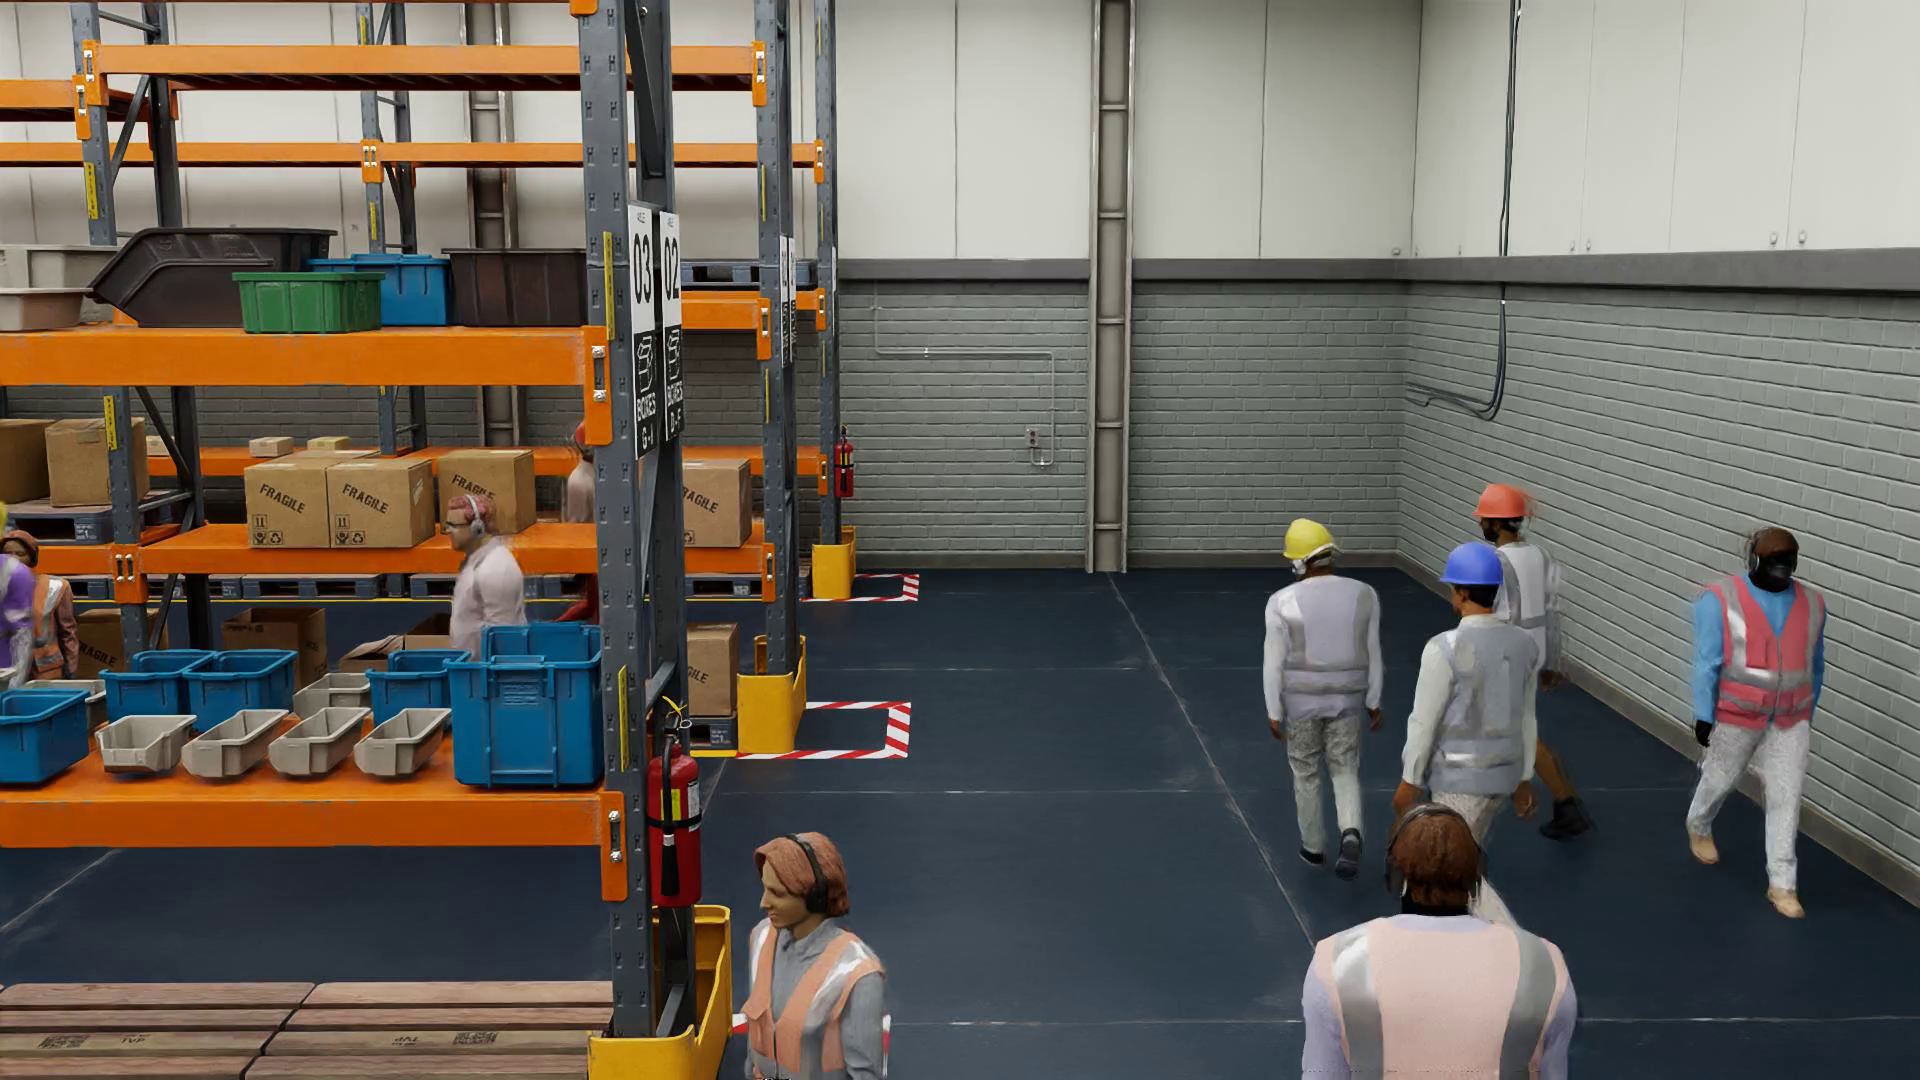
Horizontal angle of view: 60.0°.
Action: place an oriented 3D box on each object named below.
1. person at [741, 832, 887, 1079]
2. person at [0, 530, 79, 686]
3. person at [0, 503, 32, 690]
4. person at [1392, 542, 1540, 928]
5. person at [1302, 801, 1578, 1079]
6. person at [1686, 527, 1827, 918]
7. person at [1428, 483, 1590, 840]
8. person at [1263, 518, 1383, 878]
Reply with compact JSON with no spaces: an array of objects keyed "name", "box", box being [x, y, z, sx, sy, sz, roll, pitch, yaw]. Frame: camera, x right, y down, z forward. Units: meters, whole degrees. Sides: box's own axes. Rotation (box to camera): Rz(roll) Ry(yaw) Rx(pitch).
[{"name":"person","box":[-0.365,1.535,4.278,0.314,1.627,0.528,-9,13,-43]},{"name":"person","box":[-5.069,0.752,9.038,0.513,1.642,0.313,-5,10,-27]},{"name":"person","box":[-5.141,0.705,8.652,0.633,1.883,0.447,1,9,4]},{"name":"person","box":[2.173,0.974,6.847,0.604,1.917,0.834,-6,11,-34]},{"name":"person","box":[1.110,1.508,3.926,0.632,1.803,0.853,2,9,10]},{"name":"person","box":[3.870,0.820,8.112,0.626,1.816,0.885,1,9,5]},{"name":"person","box":[3.022,0.642,8.984,0.557,1.888,0.994,-8,12,-40]},{"name":"person","box":[1.803,0.803,8.214,0.614,1.807,0.591,0,9,-2]}]
